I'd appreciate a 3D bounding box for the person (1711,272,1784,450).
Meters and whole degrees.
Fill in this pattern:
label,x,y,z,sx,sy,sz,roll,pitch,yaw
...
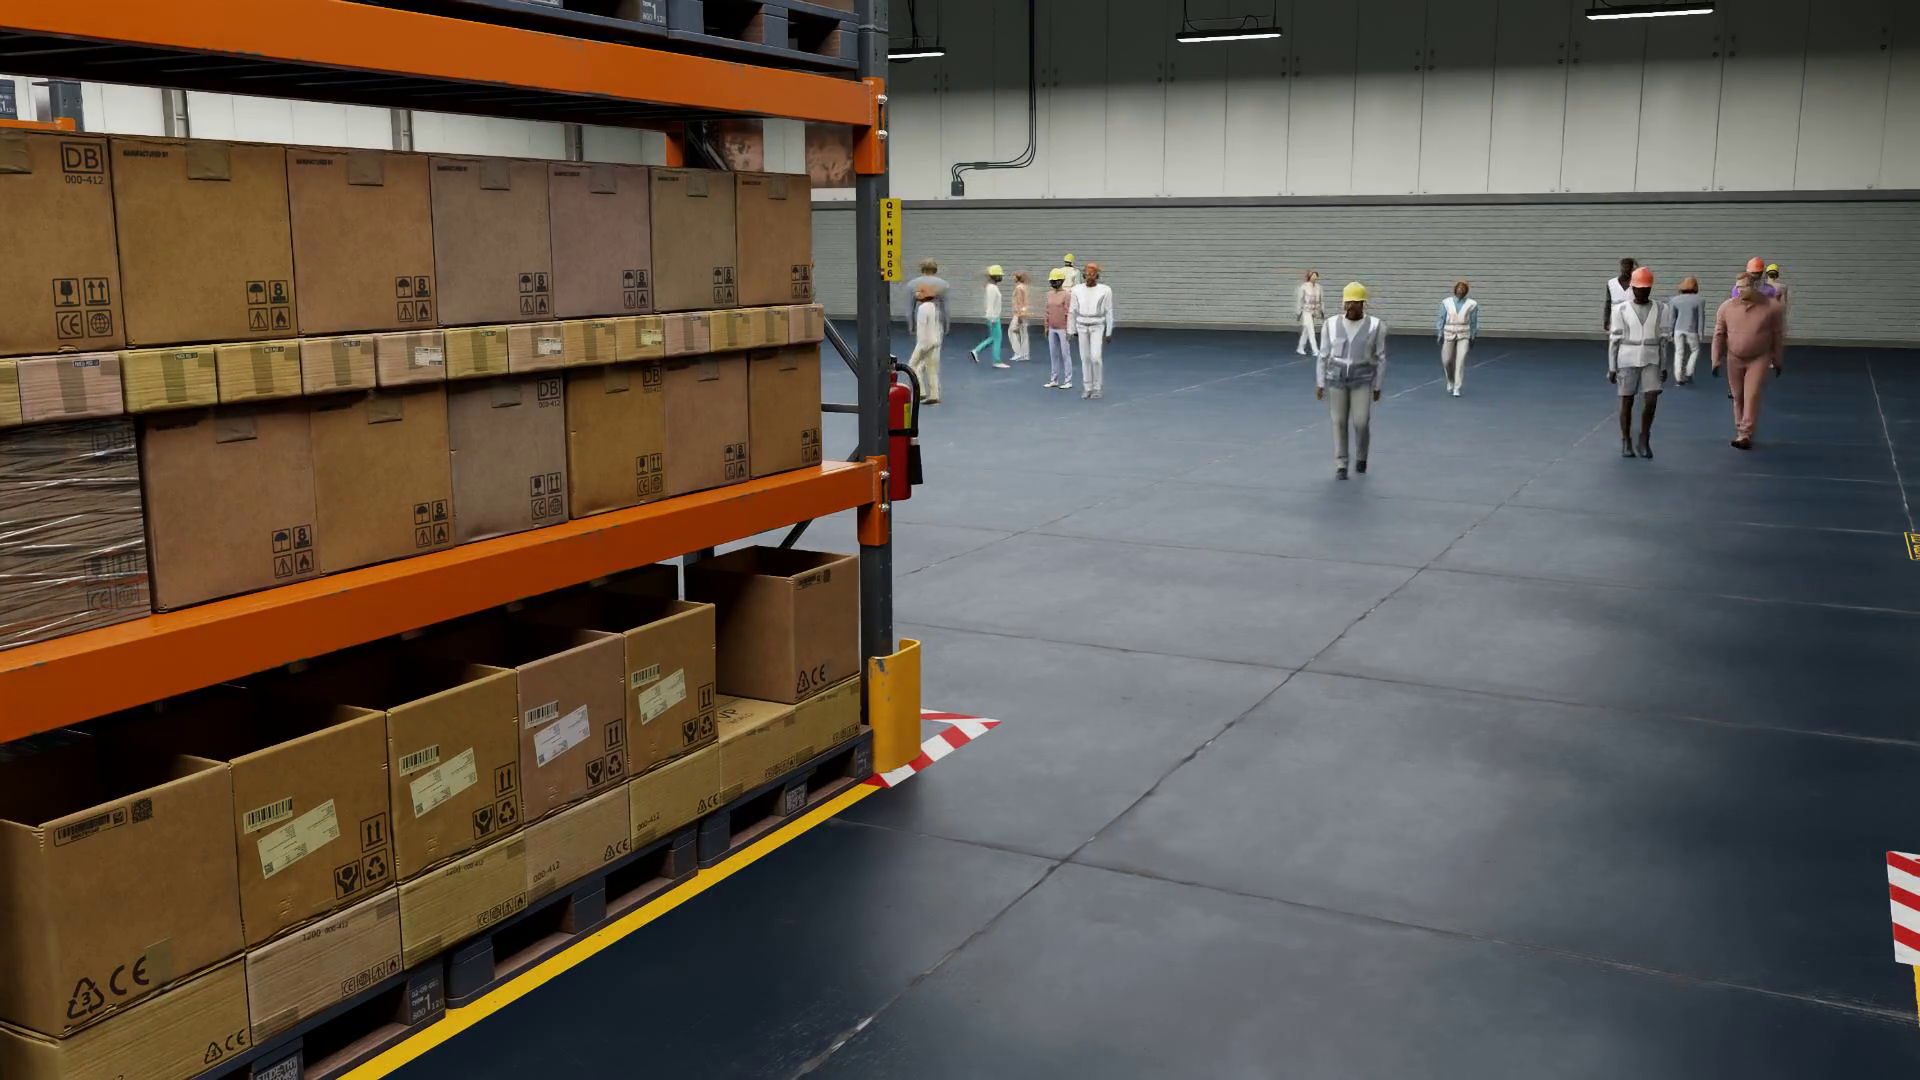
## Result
label,x,y,z,sx,sy,sz,roll,pitch,yaw
person,8.268,-1.875,17.488,0.671,1.857,0.976,8,13,39

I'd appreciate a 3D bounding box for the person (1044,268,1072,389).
label,x,y,z,sx,sy,sz,roll,pitch,yaw
person,1.434,-3.102,24.439,0.343,1.758,0.519,-10,14,-42

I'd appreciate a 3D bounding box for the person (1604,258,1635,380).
label,x,y,z,sx,sy,sz,roll,pitch,yaw
person,10.264,-3.406,25.719,0.591,1.897,0.491,6,12,28

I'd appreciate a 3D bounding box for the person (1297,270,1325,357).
label,x,y,z,sx,sy,sz,roll,pitch,yaw
person,6.541,-4.227,31.011,0.529,1.595,0.847,-6,12,-28

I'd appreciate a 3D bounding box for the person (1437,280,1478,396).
label,x,y,z,sx,sy,sz,roll,pitch,yaw
person,6.985,-2.842,23.356,0.533,1.624,0.522,4,11,23

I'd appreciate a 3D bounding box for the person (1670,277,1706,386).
label,x,y,z,sx,sy,sz,roll,pitch,yaw
person,10.869,-3.109,24.827,0.531,1.614,0.455,9,14,42

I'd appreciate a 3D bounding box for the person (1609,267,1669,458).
label,x,y,z,sx,sy,sz,roll,pitch,yaw
person,6.815,-1.764,16.690,0.589,1.914,0.587,2,11,12

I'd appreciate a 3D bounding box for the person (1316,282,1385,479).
label,x,y,z,sx,sy,sz,roll,pitch,yaw
person,3.578,-1.454,15.288,0.597,1.818,0.429,4,11,20

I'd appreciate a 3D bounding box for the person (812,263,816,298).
label,x,y,z,sx,sy,sz,roll,pitch,yaw
person,-3.651,-6.065,40.755,0.352,1.697,0.655,7,12,32

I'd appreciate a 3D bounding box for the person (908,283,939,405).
label,x,y,z,sx,sy,sz,roll,pitch,yaw
person,-0.504,-2.585,21.998,0.517,1.614,0.523,4,11,19

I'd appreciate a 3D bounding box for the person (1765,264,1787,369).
label,x,y,z,sx,sy,sz,roll,pitch,yaw
person,13.605,-3.754,27.991,0.522,1.761,0.332,4,11,19

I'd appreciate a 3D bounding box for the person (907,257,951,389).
label,x,y,z,sx,sy,sz,roll,pitch,yaw
person,-0.452,-3.138,24.198,0.634,1.926,0.496,2,11,11

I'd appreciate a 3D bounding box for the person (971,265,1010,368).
label,x,y,z,sx,sy,sz,roll,pitch,yaw
person,0.523,-3.770,28.094,0.583,1.745,0.534,0,10,0

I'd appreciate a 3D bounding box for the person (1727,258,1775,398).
label,x,y,z,sx,sy,sz,roll,pitch,yaw
person,10.878,-2.905,22.870,0.552,1.933,0.368,3,11,18

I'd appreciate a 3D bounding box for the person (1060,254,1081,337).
label,x,y,z,sx,sy,sz,roll,pitch,yaw
person,2.390,-5.380,36.645,0.592,1.834,0.404,4,11,21

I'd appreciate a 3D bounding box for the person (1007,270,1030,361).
label,x,y,z,sx,sy,sz,roll,pitch,yaw
person,1.040,-3.991,29.621,0.489,1.625,0.512,2,11,13

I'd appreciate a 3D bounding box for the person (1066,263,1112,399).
label,x,y,z,sx,sy,sz,roll,pitch,yaw
person,1.760,-2.851,22.783,0.598,1.865,0.622,4,11,21
